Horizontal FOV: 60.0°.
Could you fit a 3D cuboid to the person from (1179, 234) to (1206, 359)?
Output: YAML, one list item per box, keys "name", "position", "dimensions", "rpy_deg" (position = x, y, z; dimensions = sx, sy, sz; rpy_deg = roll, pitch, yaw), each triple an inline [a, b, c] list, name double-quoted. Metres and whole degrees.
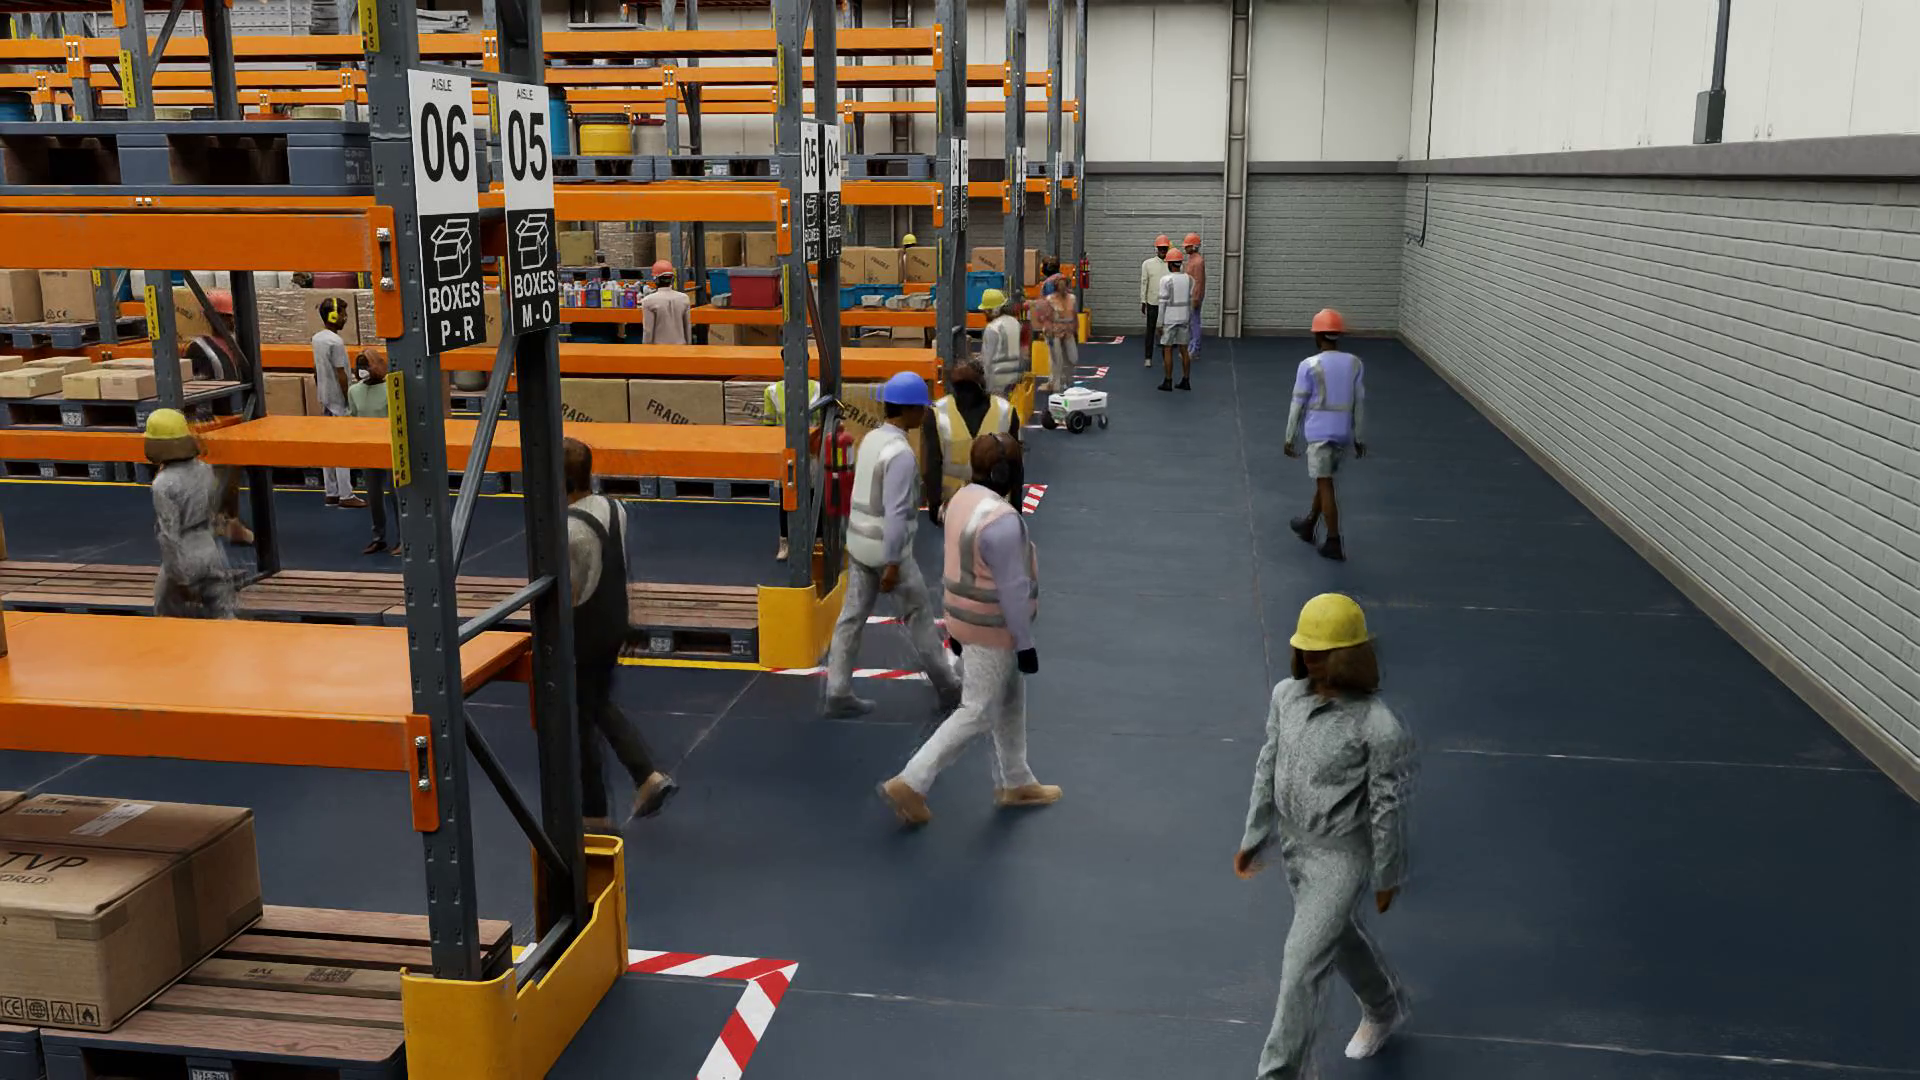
- name: "person"
  position: [3.704, -3.881, 26.526]
  dimensions: [0.406, 1.986, 0.613]
  rpy_deg: [-1, 13, -5]

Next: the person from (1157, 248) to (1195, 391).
- name: "person"
  position: [2.915, -2.992, 22.647]
  dimensions: [0.545, 1.927, 0.391]
  rpy_deg: [-6, 14, -24]

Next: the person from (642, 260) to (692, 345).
- name: "person"
  position: [-3.250, -2.093, 18.422]
  dimensions: [0.622, 1.994, 0.381]
  rpy_deg: [-11, 17, -41]

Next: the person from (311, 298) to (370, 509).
- name: "person"
  position: [-5.506, -1.206, 14.723]
  dimensions: [0.521, 1.865, 0.328]
  rpy_deg: [11, 17, 42]

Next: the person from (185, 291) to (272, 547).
- name: "person"
  position: [-5.840, -0.978, 13.337]
  dimensions: [0.670, 2.009, 0.626]
  rpy_deg: [3, 13, 12]

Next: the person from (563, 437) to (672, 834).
- name: "person"
  position: [-1.600, 0.444, 7.360]
  dimensions: [0.475, 1.825, 0.536]
  rpy_deg: [6, 14, 24]

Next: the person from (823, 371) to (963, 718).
- name: "person"
  position: [-0.319, 0.031, 9.062]
  dimensions: [0.972, 1.888, 0.613]
  rpy_deg: [-6, 14, -25]

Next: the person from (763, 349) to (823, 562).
- name: "person"
  position: [-1.229, -0.658, 12.651]
  dimensions: [0.531, 1.689, 0.322]
  rpy_deg: [1, 13, 3]

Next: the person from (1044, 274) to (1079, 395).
- name: "person"
  position: [1.348, -2.677, 21.896]
  dimensions: [0.525, 1.628, 0.378]
  rpy_deg: [-6, 14, -24]

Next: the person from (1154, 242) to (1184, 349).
- name: "person"
  position: [3.490, -4.116, 27.975]
  dimensions: [0.403, 1.818, 0.596]
  rpy_deg: [-9, 15, -34]

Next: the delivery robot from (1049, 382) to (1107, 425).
- name: "delivery robot"
  position: [1.361, -1.584, 19.181]
  dimensions: [0.707, 0.478, 0.477]
  rpy_deg: [-11, 16, -39]

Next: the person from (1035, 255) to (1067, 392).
- name: "person"
  position: [1.239, -2.937, 22.586]
  dimensions: [0.430, 1.845, 0.623]
  rpy_deg: [3, 13, 14]

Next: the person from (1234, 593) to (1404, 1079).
- name: "person"
  position: [1.186, 0.971, 5.262]
  dimensions: [0.919, 1.700, 0.482]
  rpy_deg: [-8, 15, -31]

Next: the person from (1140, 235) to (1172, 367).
- name: "person"
  position: [3.063, -3.646, 25.431]
  dimensions: [0.615, 1.997, 0.373]
  rpy_deg: [-1, 13, -3]

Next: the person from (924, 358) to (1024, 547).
- name: "person"
  position: [0.091, -0.293, 10.747]
  dimensions: [0.645, 1.804, 0.781]
  rpy_deg: [0, 12, -2]

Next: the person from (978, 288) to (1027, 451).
- name: "person"
  position: [0.385, -1.642, 16.830]
  dimensions: [0.415, 1.802, 0.598]
  rpy_deg: [7, 14, 29]

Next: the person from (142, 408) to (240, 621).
- name: "person"
  position: [-4.126, 0.129, 9.039]
  dimensions: [0.789, 1.713, 0.484]
  rpy_deg: [3, 13, 15]

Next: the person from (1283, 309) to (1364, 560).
- name: "person"
  position: [2.788, -0.845, 13.003]
  dimensions: [0.574, 1.896, 0.930]
  rpy_deg: [-5, 13, -21]

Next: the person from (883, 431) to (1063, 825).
- name: "person"
  position: [0.060, 0.409, 7.561]
  dimensions: [0.848, 1.813, 0.627]
  rpy_deg: [-3, 13, -13]

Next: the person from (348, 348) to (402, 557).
- name: "person"
  position: [-4.501, -0.679, 12.889]
  dimensions: [0.494, 1.624, 0.283]
  rpy_deg: [3, 13, 15]
